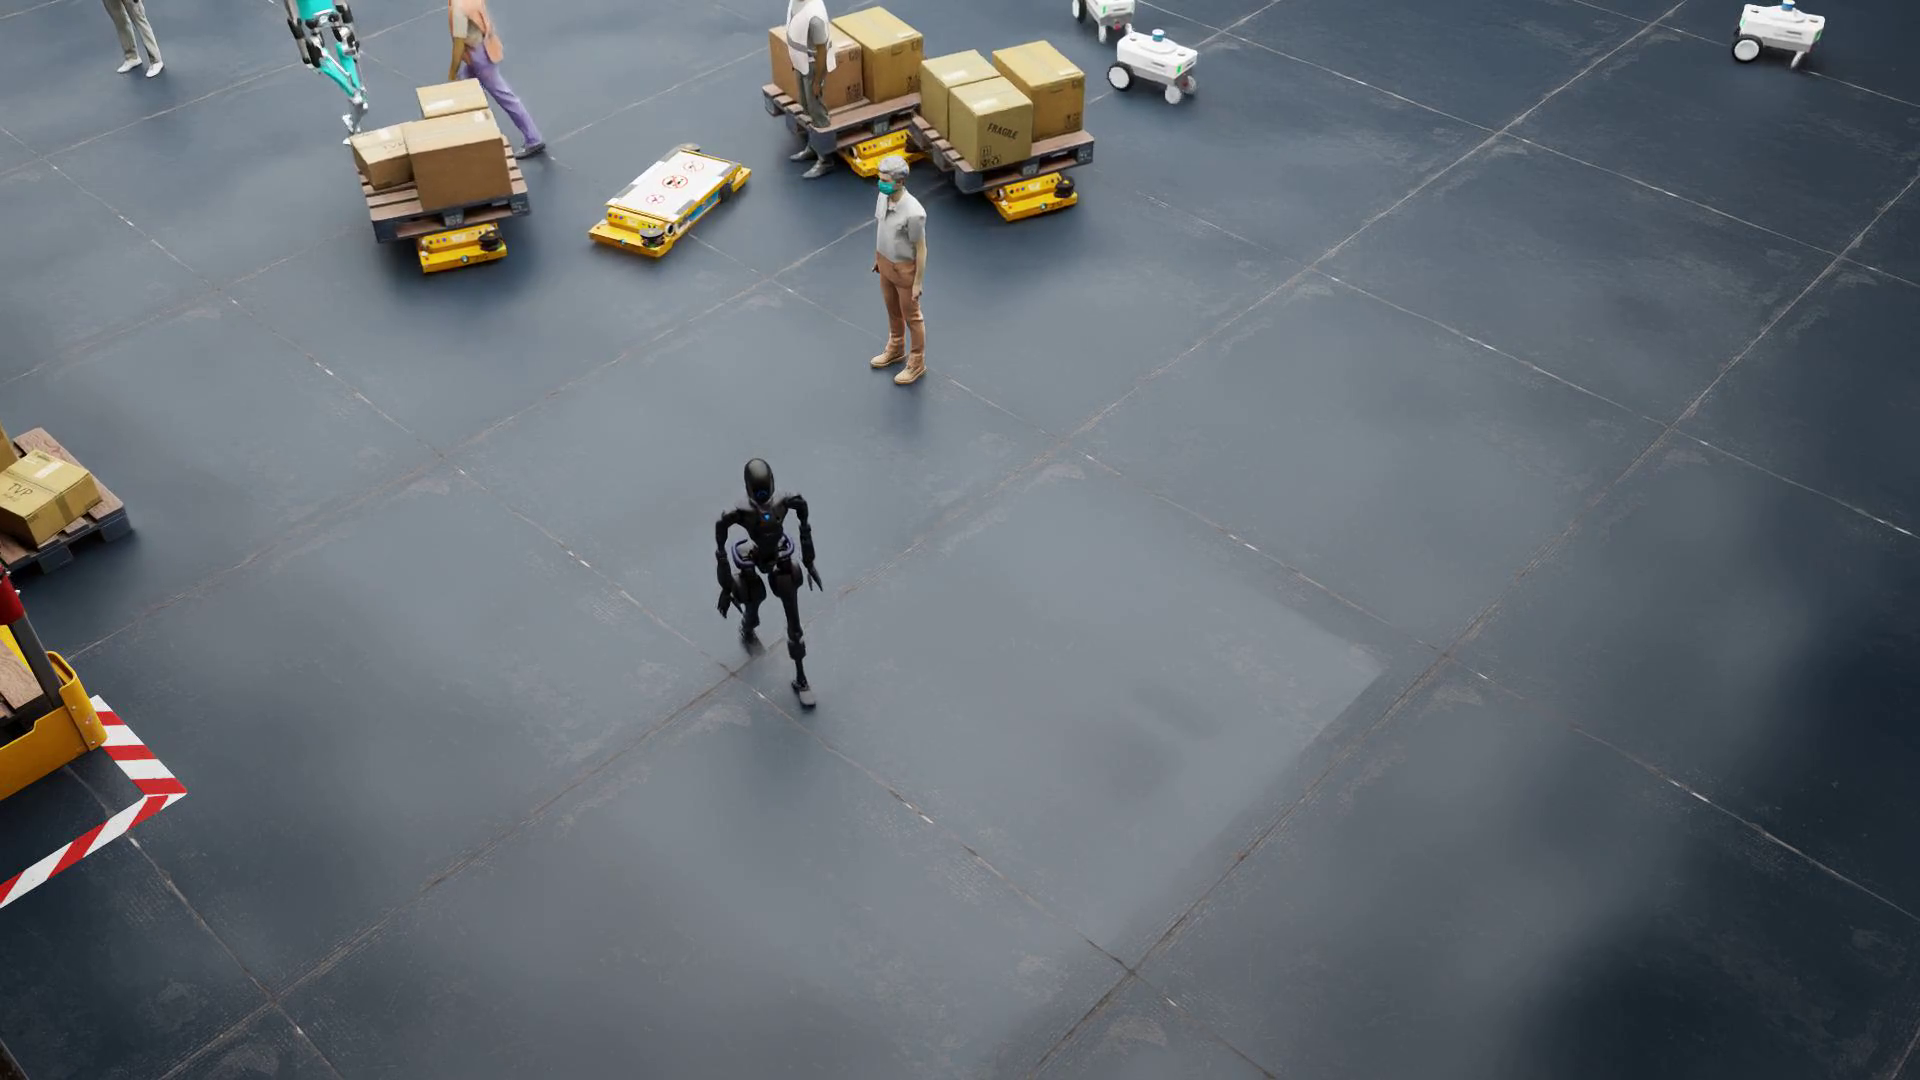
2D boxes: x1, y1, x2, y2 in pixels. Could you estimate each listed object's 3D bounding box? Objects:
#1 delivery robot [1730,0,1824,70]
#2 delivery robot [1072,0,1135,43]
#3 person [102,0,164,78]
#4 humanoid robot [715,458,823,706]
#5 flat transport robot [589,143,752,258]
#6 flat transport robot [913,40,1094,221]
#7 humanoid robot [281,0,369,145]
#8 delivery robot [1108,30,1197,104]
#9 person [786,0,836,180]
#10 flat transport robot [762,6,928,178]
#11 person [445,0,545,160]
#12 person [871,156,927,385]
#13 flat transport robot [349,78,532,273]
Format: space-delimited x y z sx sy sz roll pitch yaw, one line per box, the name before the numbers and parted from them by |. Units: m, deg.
delivery robot | 7.650 -4.766 15.619 0.779 0.608 0.525 16 44 17
delivery robot | 1.421 -5.199 16.103 0.499 0.612 0.814 -10 43 -11
person | -7.648 -5.005 15.063 0.522 1.638 0.308 12 43 13
humanoid robot | -1.083 0.171 9.317 0.613 1.627 0.768 -17 45 -18
flat transport robot | -2.363 -2.801 13.639 0.659 0.231 1.431 18 45 19
flat transport robot | 0.366 -3.168 14.048 0.659 0.231 1.431 -18 45 -19
humanoid robot | -5.200 -4.061 13.951 0.533 1.742 0.910 -32 51 -30
delivery robot | 1.780 -4.349 15.138 0.774 0.583 0.499 27 48 26
person | -1.220 -3.871 13.651 0.372 1.842 0.568 -15 44 -16
flat transport robot | -0.938 -3.627 14.558 0.659 0.231 1.431 -24 47 -24
person | -4.049 -3.971 13.807 0.993 1.778 0.604 -9 43 -10
person | -0.424 -1.876 11.506 0.305 1.745 0.492 -28 49 -28
flat transport robot | -4.139 -2.654 13.475 0.659 0.231 1.431 -15 44 -16
